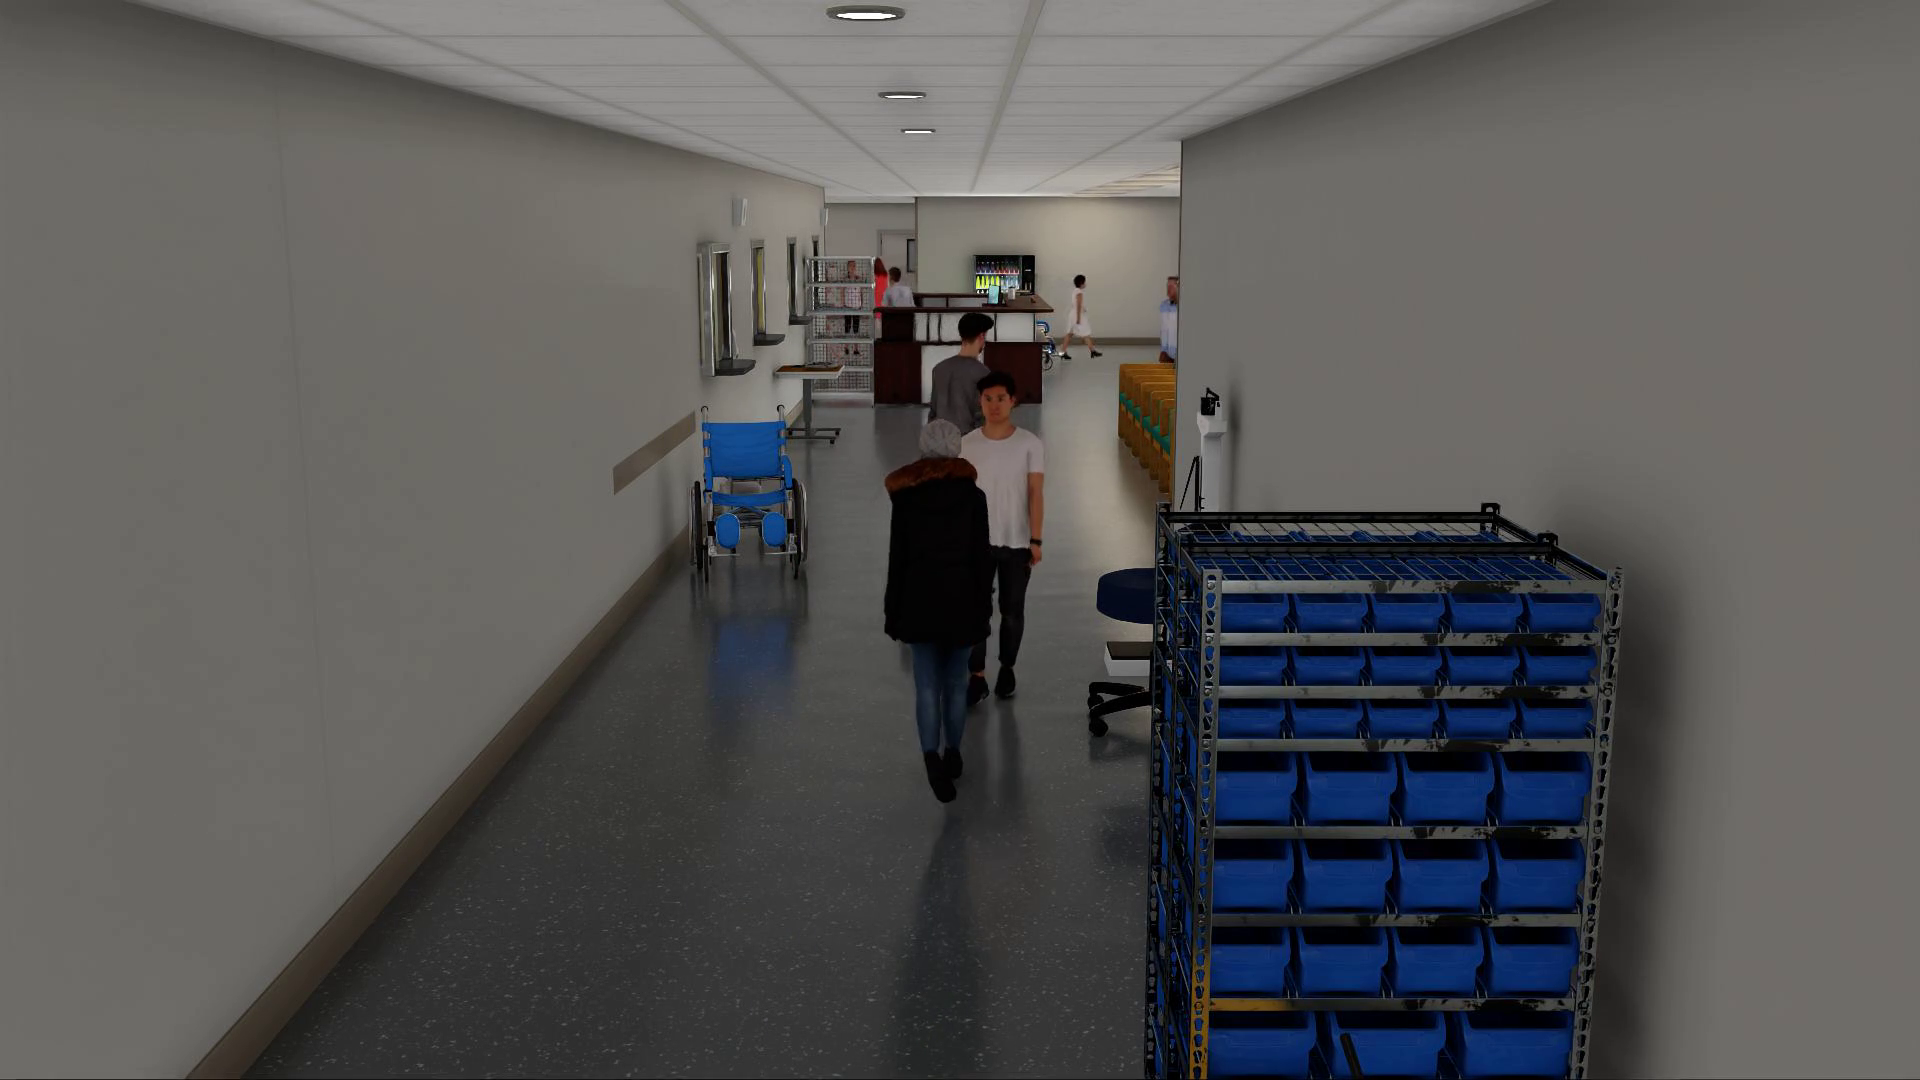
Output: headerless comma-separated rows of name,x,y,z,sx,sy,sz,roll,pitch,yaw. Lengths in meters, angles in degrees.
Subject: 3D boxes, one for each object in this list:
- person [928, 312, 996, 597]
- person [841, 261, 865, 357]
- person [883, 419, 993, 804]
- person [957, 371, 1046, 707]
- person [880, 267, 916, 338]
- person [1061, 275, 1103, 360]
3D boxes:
person,-0.049,-0.481,10.573,1.131,1.870,1.166,9,14,39
person,-2.021,-4.348,31.169,0.599,1.787,0.743,-5,12,-23
person,-0.075,0.324,7.049,0.954,1.602,0.711,0,11,-2
person,0.222,-0.026,8.623,0.780,1.702,0.760,2,11,8
person,-0.869,-3.202,25.190,1.217,1.765,1.097,-5,12,-26
person,2.047,-3.967,29.910,1.062,1.508,0.743,-3,11,-17
